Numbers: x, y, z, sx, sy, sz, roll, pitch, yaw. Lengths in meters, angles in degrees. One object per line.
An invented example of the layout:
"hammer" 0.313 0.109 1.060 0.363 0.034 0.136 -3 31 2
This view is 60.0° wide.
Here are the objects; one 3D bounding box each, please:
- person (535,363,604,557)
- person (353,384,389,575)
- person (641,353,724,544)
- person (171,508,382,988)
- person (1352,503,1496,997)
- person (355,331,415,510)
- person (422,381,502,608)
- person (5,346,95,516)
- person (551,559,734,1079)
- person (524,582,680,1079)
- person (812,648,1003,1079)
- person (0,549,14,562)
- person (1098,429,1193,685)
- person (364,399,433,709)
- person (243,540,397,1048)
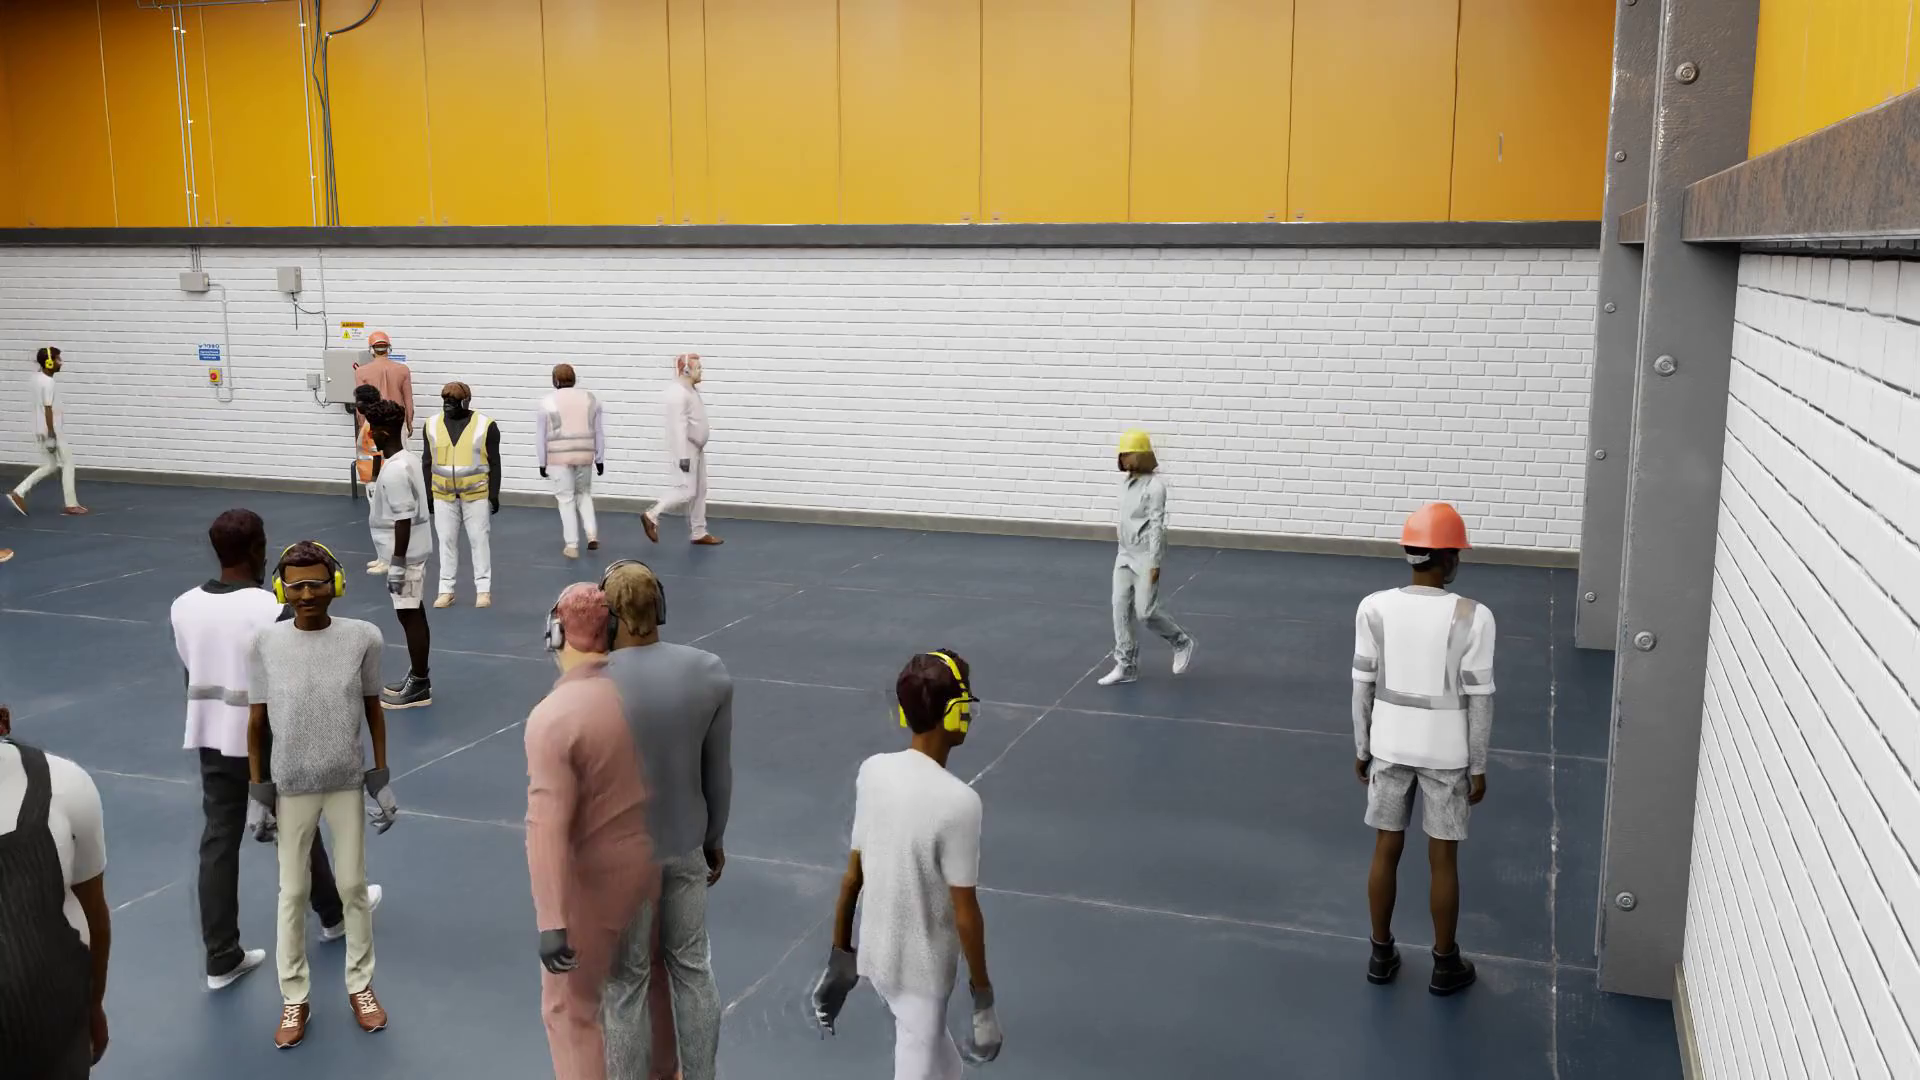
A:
"person" -3.666 -0.744 15.624 0.632 1.823 0.441 -6 12 -32
"person" -5.211 -0.541 14.830 0.317 1.695 0.540 -3 11 -16
"person" -2.702 -0.867 16.119 0.684 1.890 0.650 1 10 4
"person" -2.819 0.796 6.773 0.605 1.881 0.856 3 11 18
"person" 1.811 0.815 6.528 0.547 1.934 0.375 6 12 31
"person" -6.310 -1.296 18.270 0.608 1.987 0.388 -6 12 -30
"person" -4.022 -0.363 13.434 0.624 1.841 0.430 0 10 -2
"person" -9.874 -1.156 17.912 0.782 1.849 0.526 -9 13 -40
"person" -1.027 1.018 5.388 0.629 1.936 0.373 -8 13 -37
"person" -1.130 1.074 5.276 0.460 1.878 0.725 6 12 31
"person" -0.203 1.225 4.577 0.917 1.825 0.540 -7 12 -35
"person" -9.315 -0.690 15.068 1.023 1.932 0.591 -10 14 -44
"person" 1.237 0.111 11.072 0.582 1.725 0.491 -6 12 -31
"person" -3.545 0.087 10.551 0.374 1.962 0.608 -2 10 -11
"person" -2.353 0.918 6.127 0.518 1.874 0.327 -4 11 -23
